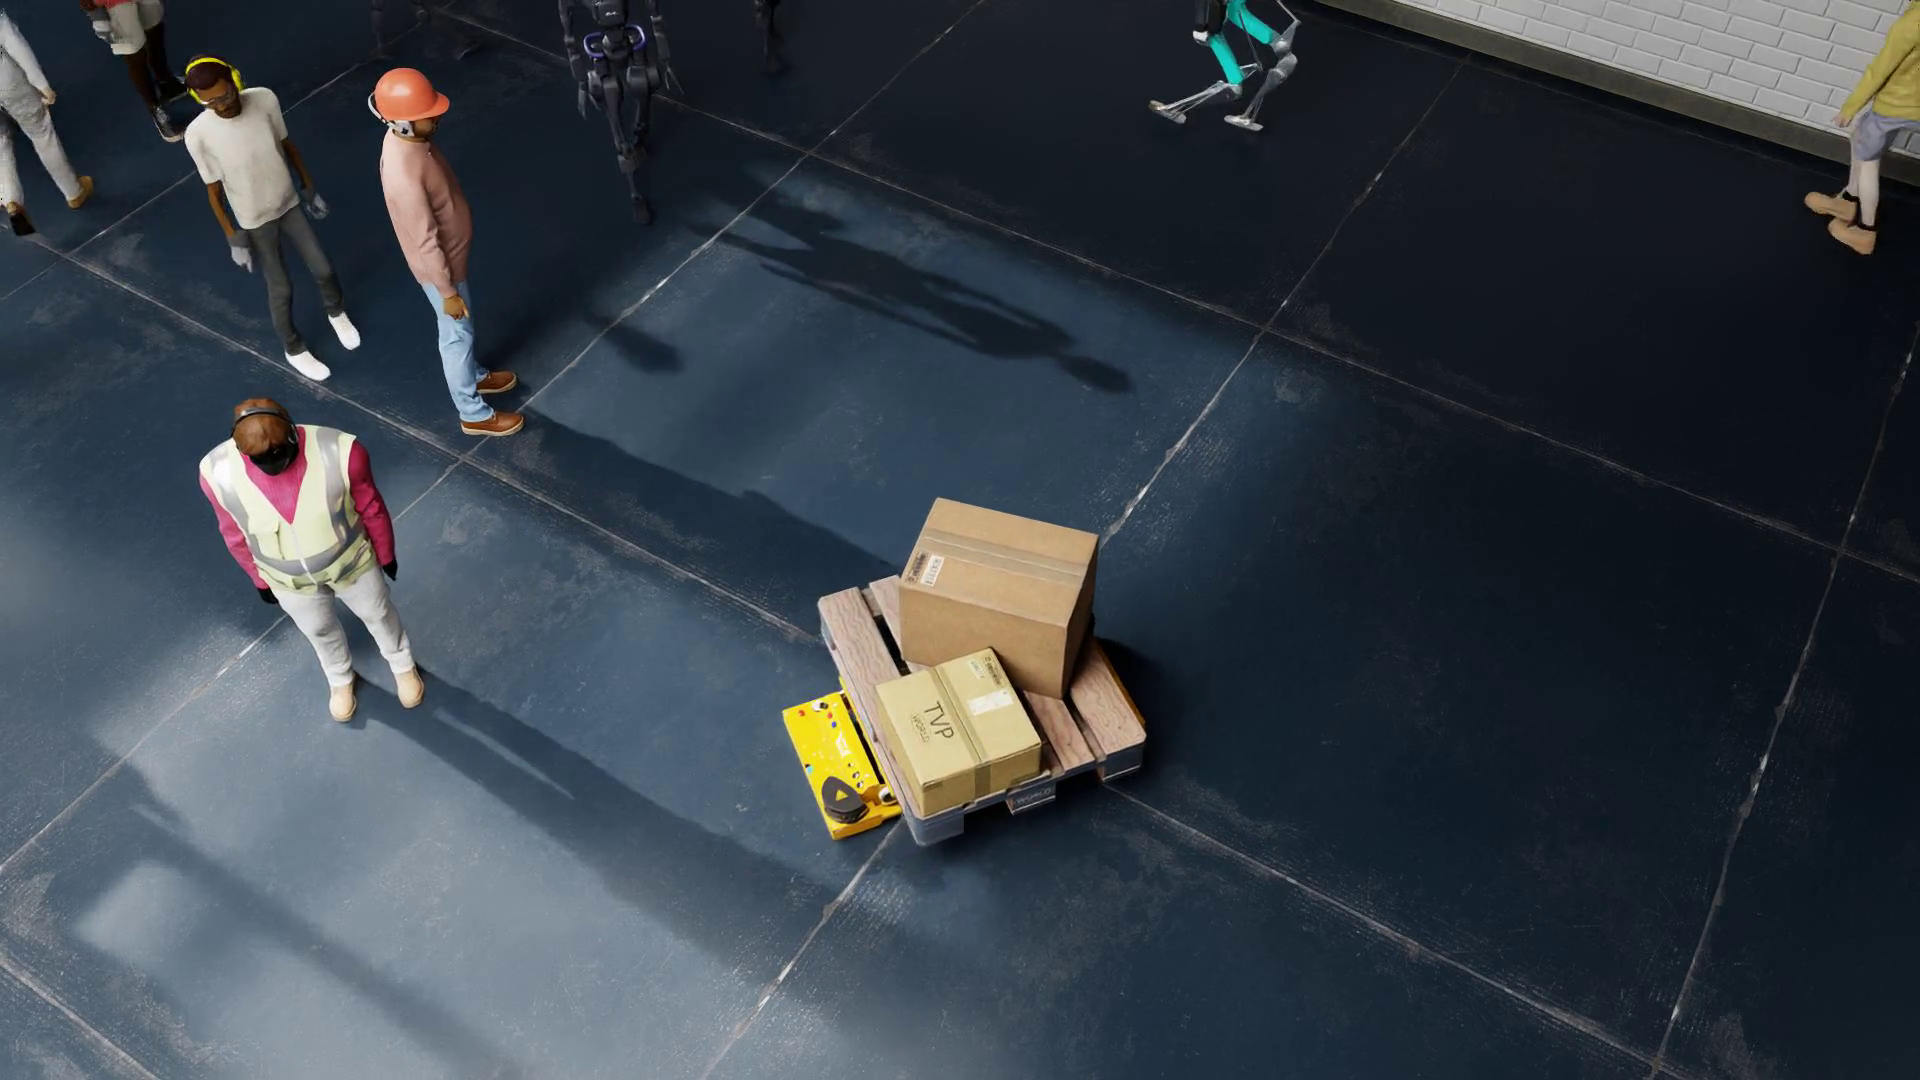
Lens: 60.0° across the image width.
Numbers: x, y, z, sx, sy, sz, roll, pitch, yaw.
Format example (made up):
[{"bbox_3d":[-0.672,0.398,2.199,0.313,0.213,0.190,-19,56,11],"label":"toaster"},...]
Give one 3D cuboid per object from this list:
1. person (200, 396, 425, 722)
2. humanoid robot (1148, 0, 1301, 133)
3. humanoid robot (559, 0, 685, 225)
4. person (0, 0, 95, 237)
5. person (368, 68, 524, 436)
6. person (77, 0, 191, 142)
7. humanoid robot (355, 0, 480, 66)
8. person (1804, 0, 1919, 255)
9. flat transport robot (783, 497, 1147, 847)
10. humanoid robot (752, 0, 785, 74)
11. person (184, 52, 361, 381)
[{"bbox_3d":[-2.572,0.089,6.708,0.615,1.830,0.430,-11,50,-10],"label":"person"},{"bbox_3d":[1.594,-3.015,9.474,0.933,1.749,0.552,25,54,21],"label":"humanoid robot"},{"bbox_3d":[-1.858,-2.628,9.219,0.603,1.638,0.793,-14,50,-12],"label":"humanoid robot"},{"bbox_3d":[-5.216,-2.459,8.905,0.601,1.872,0.625,-8,49,-7],"label":"person"},{"bbox_3d":[-2.419,-1.343,7.844,0.395,1.992,0.619,-11,50,-10],"label":"person"},{"bbox_3d":[-4.818,-3.200,9.515,0.454,1.921,0.762,12,50,11],"label":"person"},{"bbox_3d":[-3.459,-3.605,10.077,0.774,1.644,0.605,-18,51,-15],"label":"humanoid robot"},{"bbox_3d":[4.925,-2.345,8.826,0.555,1.831,0.595,-28,54,-22],"label":"person"},{"bbox_3d":[0.015,0.754,7.156,1.431,0.231,0.659,-17,51,-15],"label":"flat transport robot"},{"bbox_3d":[-1.162,-3.691,10.123,0.590,1.633,0.679,-22,52,-18],"label":"humanoid robot"},{"bbox_3d":[-3.364,-1.595,8.162,0.356,1.845,0.545,31,56,25],"label":"person"}]
